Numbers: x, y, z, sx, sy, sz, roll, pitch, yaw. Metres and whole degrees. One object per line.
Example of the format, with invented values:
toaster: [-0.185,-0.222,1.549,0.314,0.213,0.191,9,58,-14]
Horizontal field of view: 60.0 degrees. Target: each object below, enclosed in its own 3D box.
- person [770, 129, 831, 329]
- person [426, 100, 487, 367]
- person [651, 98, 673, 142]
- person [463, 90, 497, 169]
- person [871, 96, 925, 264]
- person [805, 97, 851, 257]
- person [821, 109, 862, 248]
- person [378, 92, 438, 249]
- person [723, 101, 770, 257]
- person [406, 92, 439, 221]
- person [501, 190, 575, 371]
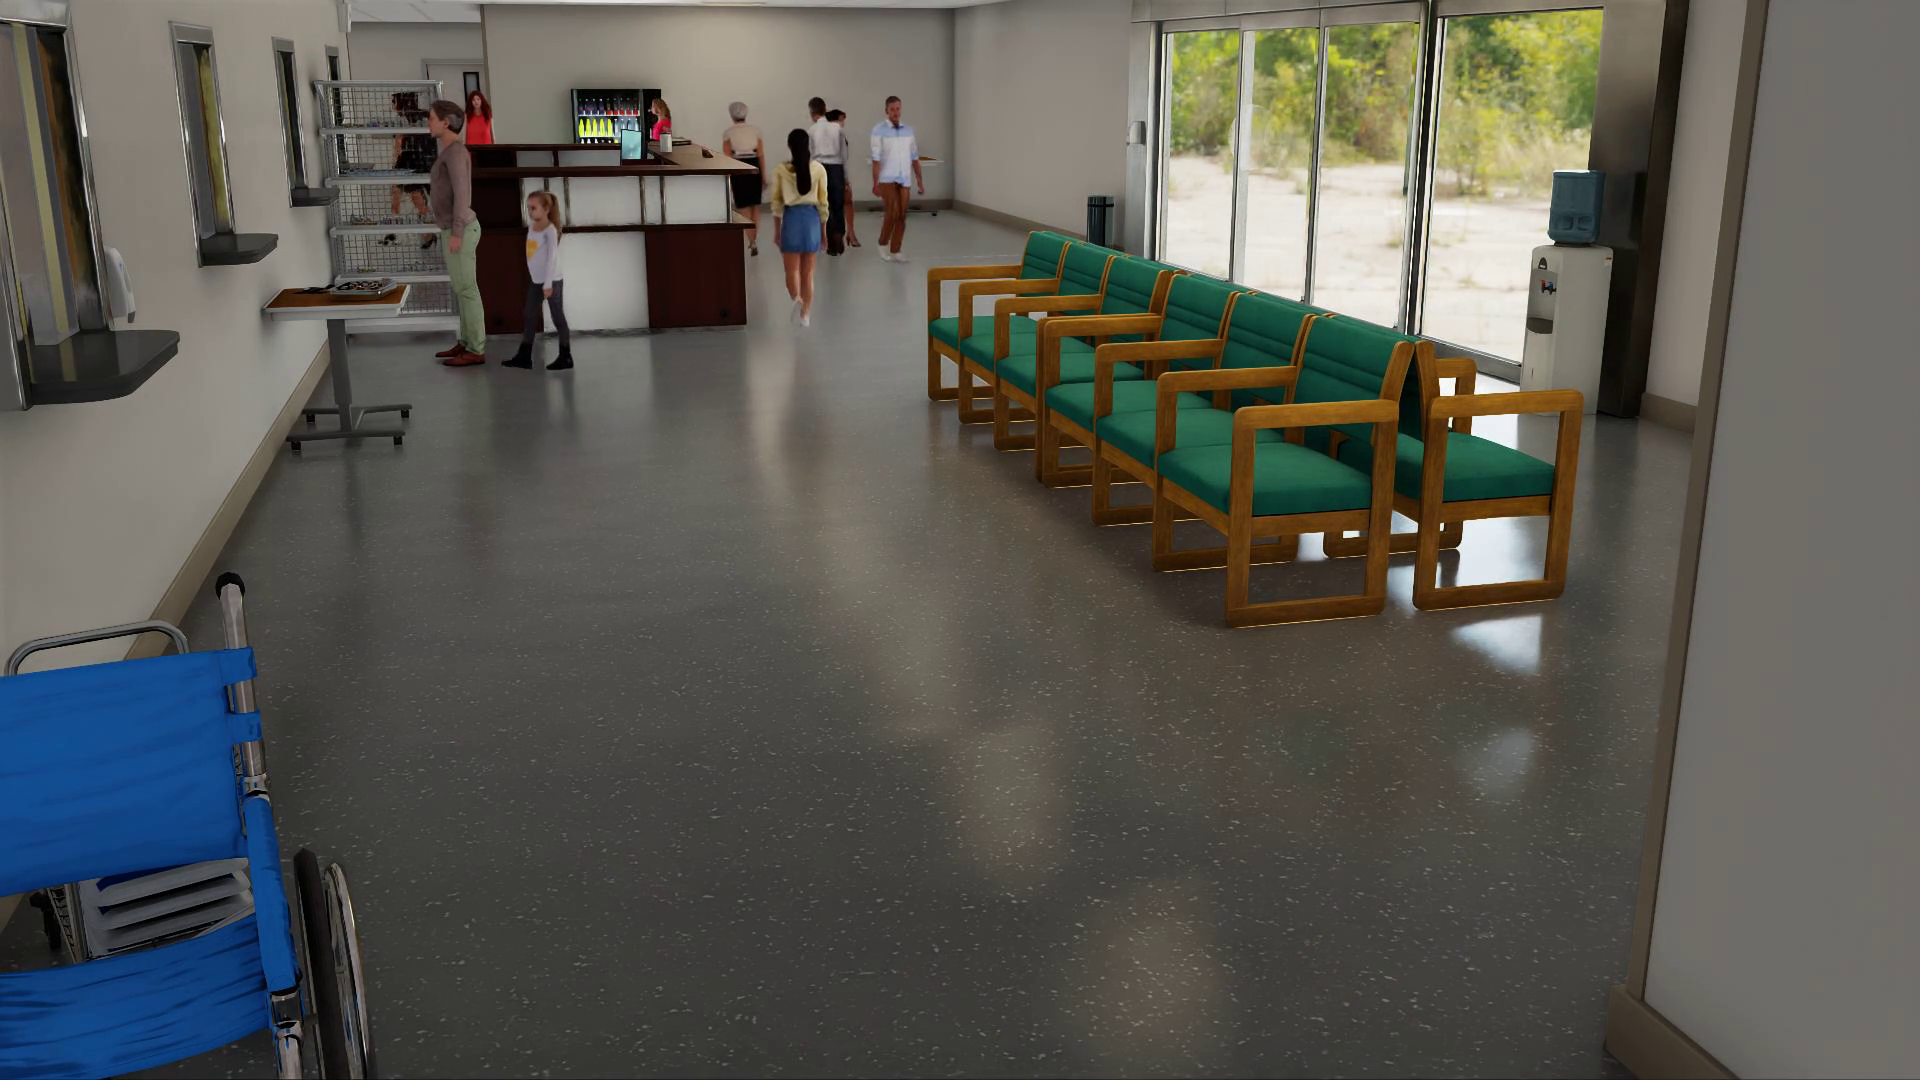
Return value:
person: [-1.296,-2.513,13.574,0.869,1.615,0.743,-3,16,-9]
person: [-3.646,-2.226,12.078,0.641,1.876,0.706,-7,17,-22]
person: [-4.041,-5.337,23.458,1.034,1.688,0.580,-5,17,-18]
person: [-6.536,-5.185,22.664,0.476,1.827,0.669,-6,17,-20]
person: [-0.773,-3.973,18.404,0.724,1.805,0.861,-11,19,-35]
person: [-1.482,-4.083,18.844,1.016,1.777,0.794,-1,16,-5]
person: [-1.555,-4.333,20.023,0.906,1.618,0.870,10,19,32]
person: [-6.459,-4.352,19.737,0.924,1.811,0.623,-4,16,-12]
person: [-2.426,-4.076,18.928,0.842,1.720,0.711,-4,16,-14]
person: [-7.441,-5.305,23.110,0.995,1.815,0.946,12,20,37]
person: [-2.892,-1.839,11.830,0.708,1.265,0.816,14,21,40]
